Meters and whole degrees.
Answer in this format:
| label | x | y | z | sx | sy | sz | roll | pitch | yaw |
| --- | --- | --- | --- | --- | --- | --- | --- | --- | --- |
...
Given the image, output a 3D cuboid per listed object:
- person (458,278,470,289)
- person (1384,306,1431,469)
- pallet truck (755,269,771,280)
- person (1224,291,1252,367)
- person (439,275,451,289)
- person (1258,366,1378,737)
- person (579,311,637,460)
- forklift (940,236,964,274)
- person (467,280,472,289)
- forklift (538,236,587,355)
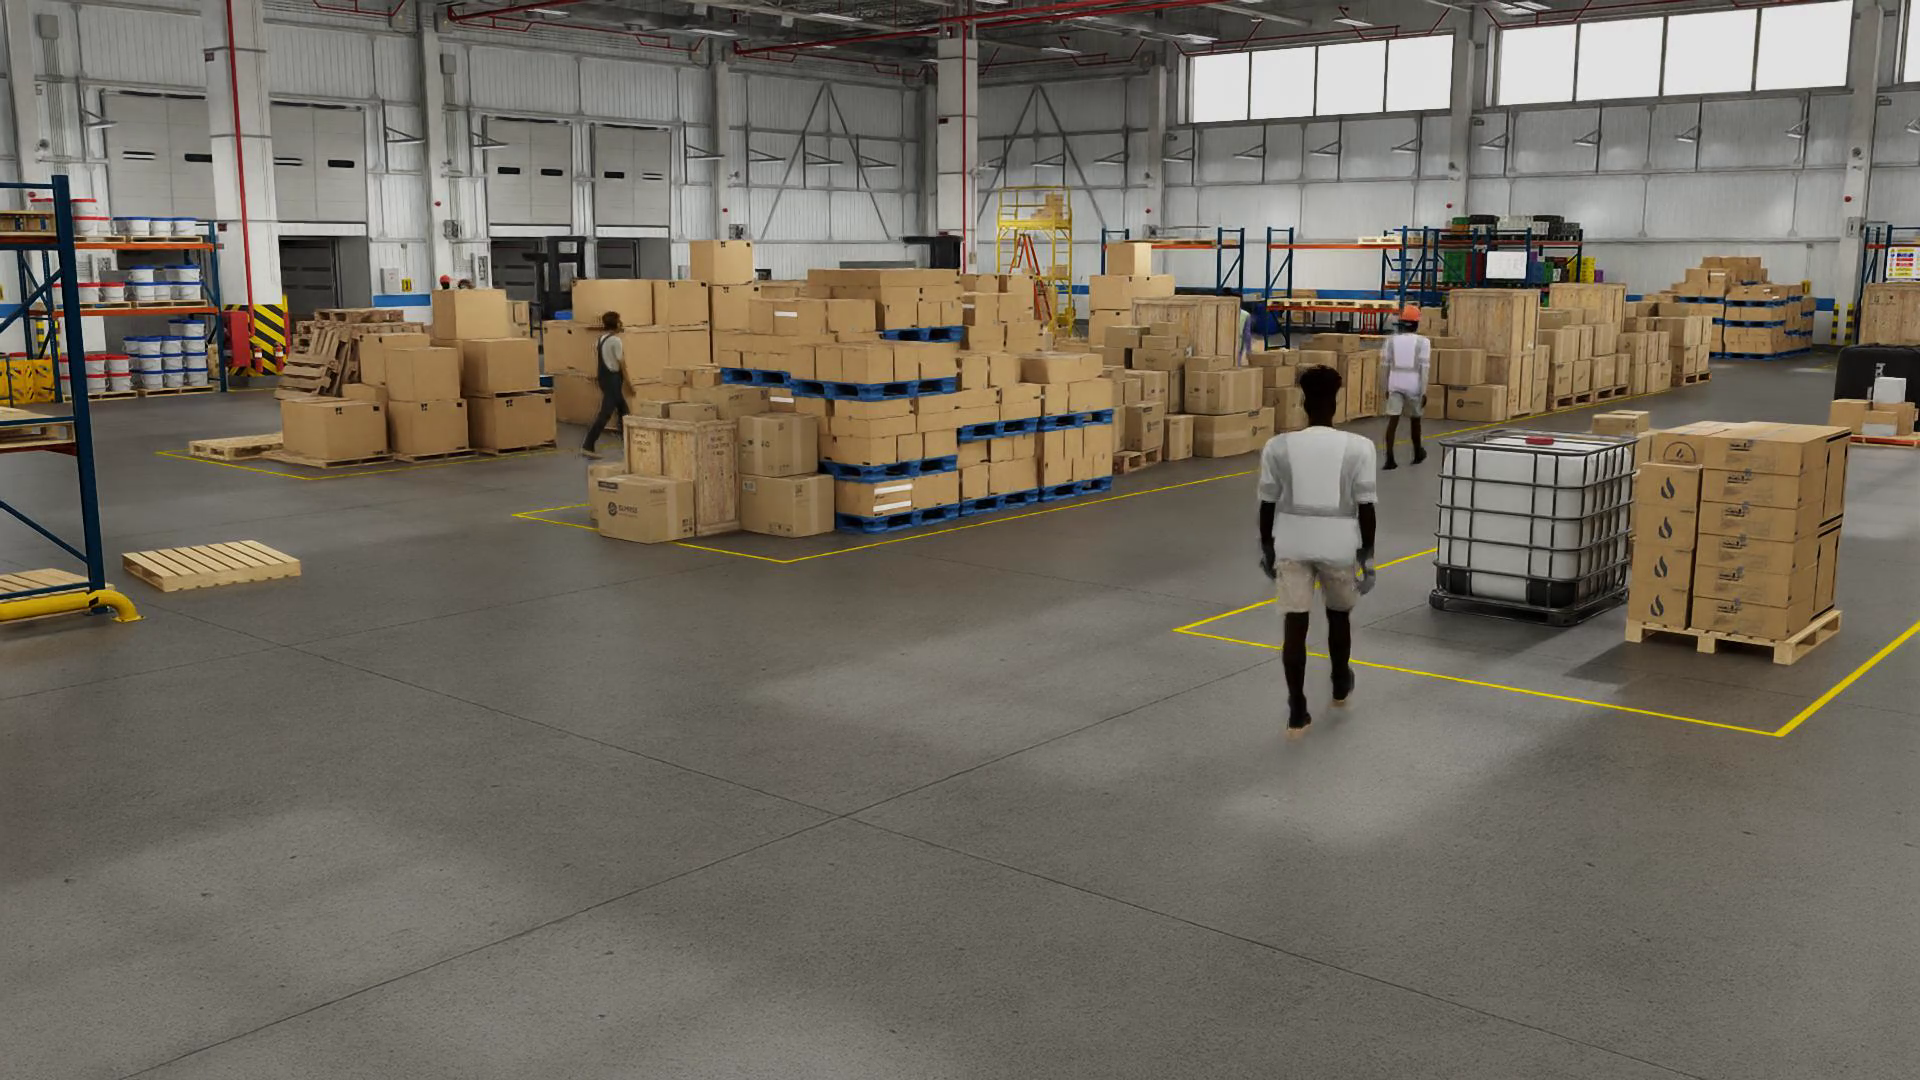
| label | x | y | z | sx | sy | sz | roll | pitch | yaw |
| --- | --- | --- | --- | --- | --- | --- | --- | --- | --- |
| person | -10.890 | -4.828 | 36.708 | 0.666 | 1.901 | 0.894 | -1 | 10 | -7 |
| person | 5.201 | -1.777 | 19.366 | 0.562 | 1.879 | 1.032 | 6 | 12 | 31 |
| pallet truck | -4.996 | -6.432 | 45.525 | 1.885 | 1.965 | 0.823 | -6 | 12 | -32 |
| person | 4.086 | -2.858 | 25.489 | 0.631 | 1.883 | 0.880 | 7 | 12 | 35 |
| person | -11.699 | -5.062 | 37.890 | 0.551 | 1.940 | 0.352 | -7 | 12 | -36 |
| person | 1.926 | 0.031 | 8.938 | 0.632 | 1.915 | 0.976 | 3 | 10 | 16 |
| person | -4.215 | -1.871 | 20.131 | 0.977 | 1.808 | 0.512 | -6 | 12 | -30 |
| forklift | -0.199 | -5.731 | 39.024 | 1.873 | 2.768 | 1.129 | 2 | 10 | 14 |
| person | -11.200 | -4.938 | 37.472 | 0.894 | 1.846 | 0.570 | -6 | 12 | -30 |
| forklift | -9.174 | -5.727 | 38.997 | 1.873 | 2.768 | 1.129 | 8 | 13 | 40 |
